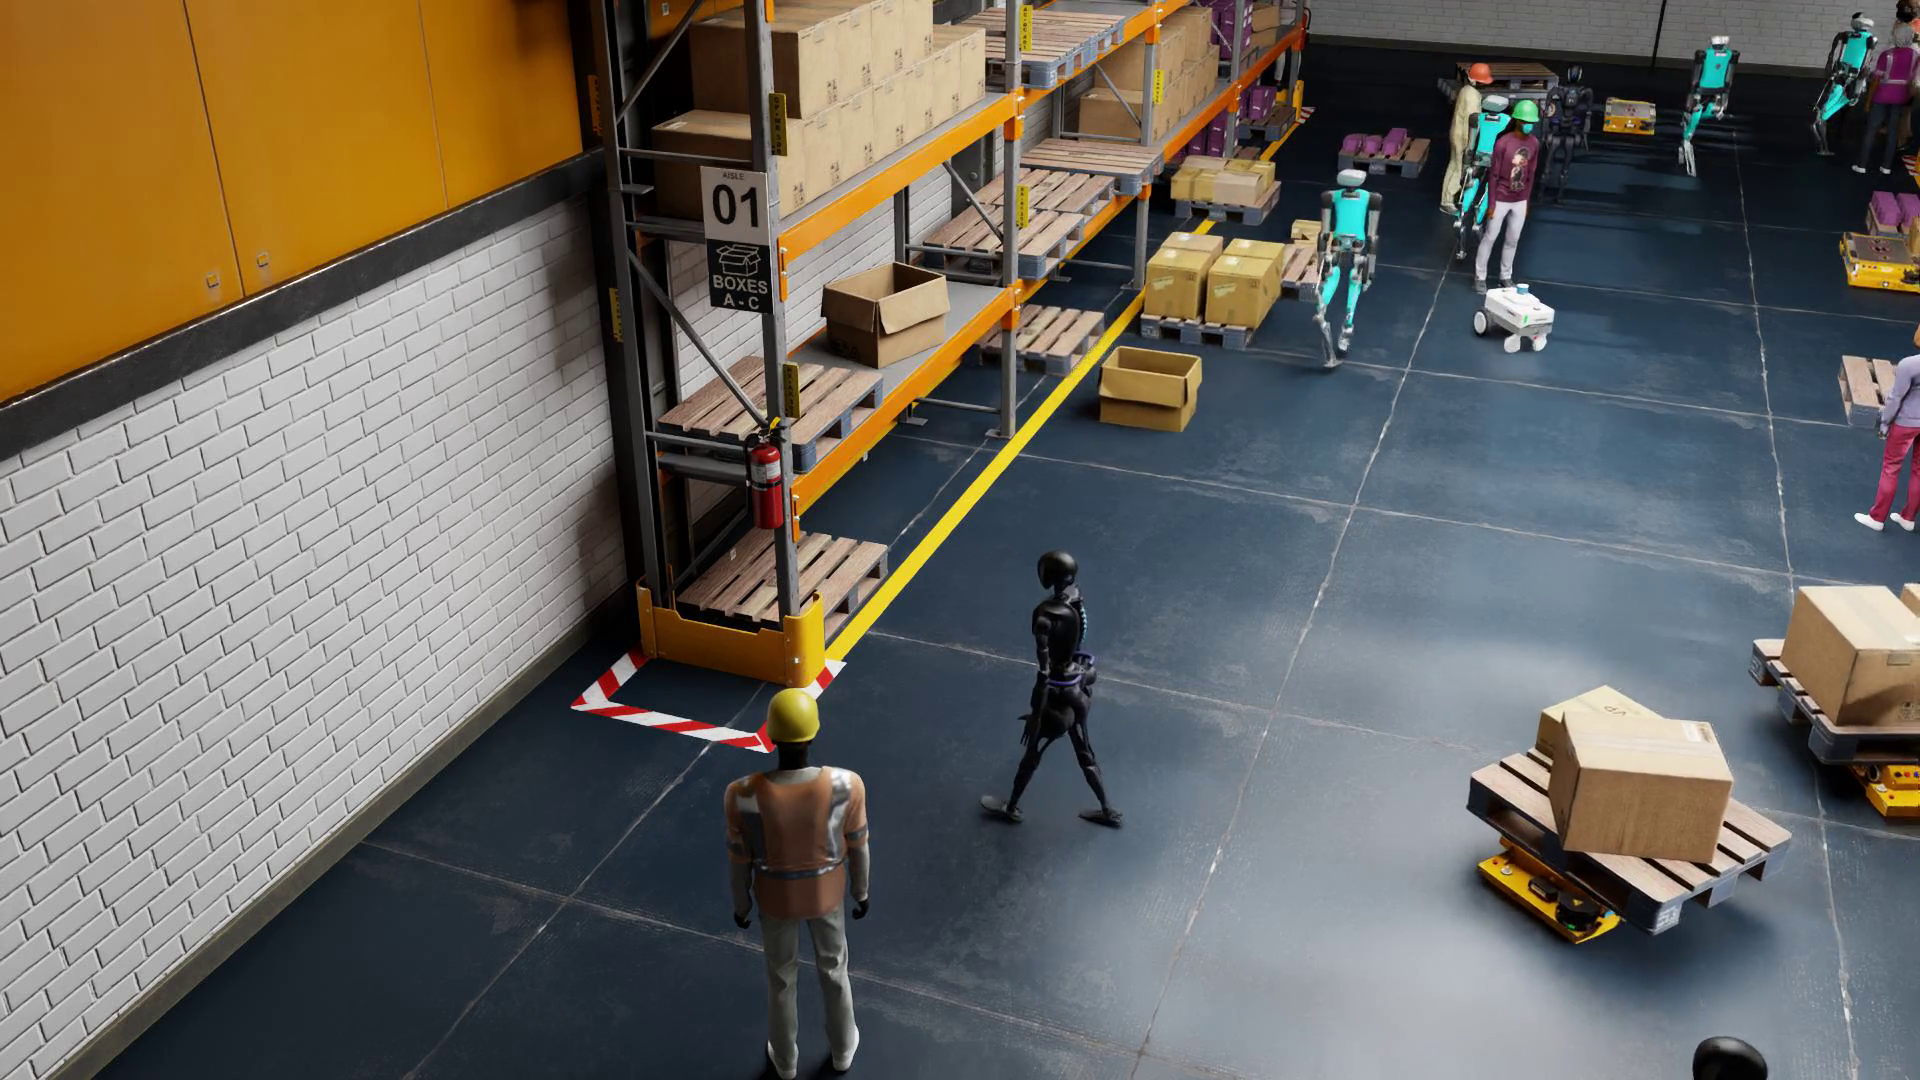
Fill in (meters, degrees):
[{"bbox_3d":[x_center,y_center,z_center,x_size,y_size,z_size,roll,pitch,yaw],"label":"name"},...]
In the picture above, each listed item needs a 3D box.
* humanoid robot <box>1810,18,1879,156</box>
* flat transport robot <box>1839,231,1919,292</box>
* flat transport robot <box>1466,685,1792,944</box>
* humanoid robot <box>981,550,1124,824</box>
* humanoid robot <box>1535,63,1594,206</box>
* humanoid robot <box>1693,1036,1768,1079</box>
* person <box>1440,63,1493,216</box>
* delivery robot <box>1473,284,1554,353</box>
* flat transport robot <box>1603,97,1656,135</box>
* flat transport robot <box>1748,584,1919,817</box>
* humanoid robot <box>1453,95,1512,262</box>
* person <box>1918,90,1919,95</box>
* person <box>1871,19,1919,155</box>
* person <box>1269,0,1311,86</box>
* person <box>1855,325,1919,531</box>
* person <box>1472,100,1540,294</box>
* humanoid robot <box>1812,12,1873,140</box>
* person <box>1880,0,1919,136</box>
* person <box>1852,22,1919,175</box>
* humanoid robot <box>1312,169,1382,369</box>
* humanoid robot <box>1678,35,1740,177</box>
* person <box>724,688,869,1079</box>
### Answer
[{"bbox_3d":[11.170,-5.739,21.281,0.695,1.792,0.541,-8,28,-14],"label":"humanoid robot"},{"bbox_3d":[9.629,-2.917,17.409,0.659,0.231,1.431,10,29,19],"label":"flat transport robot"},{"bbox_3d":[3.442,1.612,8.623,1.431,0.231,0.659,-15,31,-27],"label":"flat transport robot"},{"bbox_3d":[0.513,0.787,8.726,0.750,1.623,0.596,13,30,23],"label":"humanoid robot"},{"bbox_3d":[7.034,-4.723,19.370,0.590,1.654,0.343,3,27,7],"label":"humanoid robot"},{"bbox_3d":[2.533,2.366,5.642,0.561,1.642,0.600,9,28,16],"label":"humanoid robot"},{"bbox_3d":[5.827,-4.629,19.140,0.369,1.729,0.679,3,27,6],"label":"person"},{"bbox_3d":[5.181,-2.095,15.492,0.521,0.586,0.747,-7,28,-14],"label":"delivery robot"},{"bbox_3d":[9.340,-5.906,23.207,0.659,0.231,1.431,9,29,17],"label":"flat transport robot"},{"bbox_3d":[5.328,1.105,9.606,0.659,0.231,1.431,0,27,0],"label":"flat transport robot"},{"bbox_3d":[5.339,-3.681,17.143,0.533,1.677,0.735,19,33,32],"label":"humanoid robot"},{"bbox_3d":[14.233,-7.065,23.981,0.636,1.603,0.538,-6,28,-11],"label":"person"},{"bbox_3d":[12.190,-5.876,21.575,0.898,1.702,0.571,-20,34,-34],"label":"person"},{"bbox_3d":[4.996,-7.884,25.224,0.629,1.940,0.373,-4,28,-8],"label":"person"},{"bbox_3d":[6.803,-0.824,11.867,0.498,1.629,0.288,-2,27,-5],"label":"person"},{"bbox_3d":[5.460,-3.401,16.526,0.488,1.943,0.434,-5,28,-10],"label":"person"},{"bbox_3d":[11.840,-6.186,22.212,0.370,1.658,0.593,-24,36,-38],"label":"humanoid robot"},{"bbox_3d":[12.690,-6.370,22.434,0.450,1.803,0.652,-1,27,-2],"label":"person"},{"bbox_3d":[11.545,-5.481,20.677,0.508,1.839,0.351,4,28,8],"label":"person"},{"bbox_3d":[3.348,-2.327,14.641,0.565,1.709,0.972,10,29,18],"label":"humanoid robot"},{"bbox_3d":[9.230,-5.492,20.839,0.530,1.773,0.965,1,27,1],"label":"humanoid robot"},{"bbox_3d":[-0.681,1.479,7.074,0.592,1.924,0.379,-4,28,-9],"label":"person"}]
